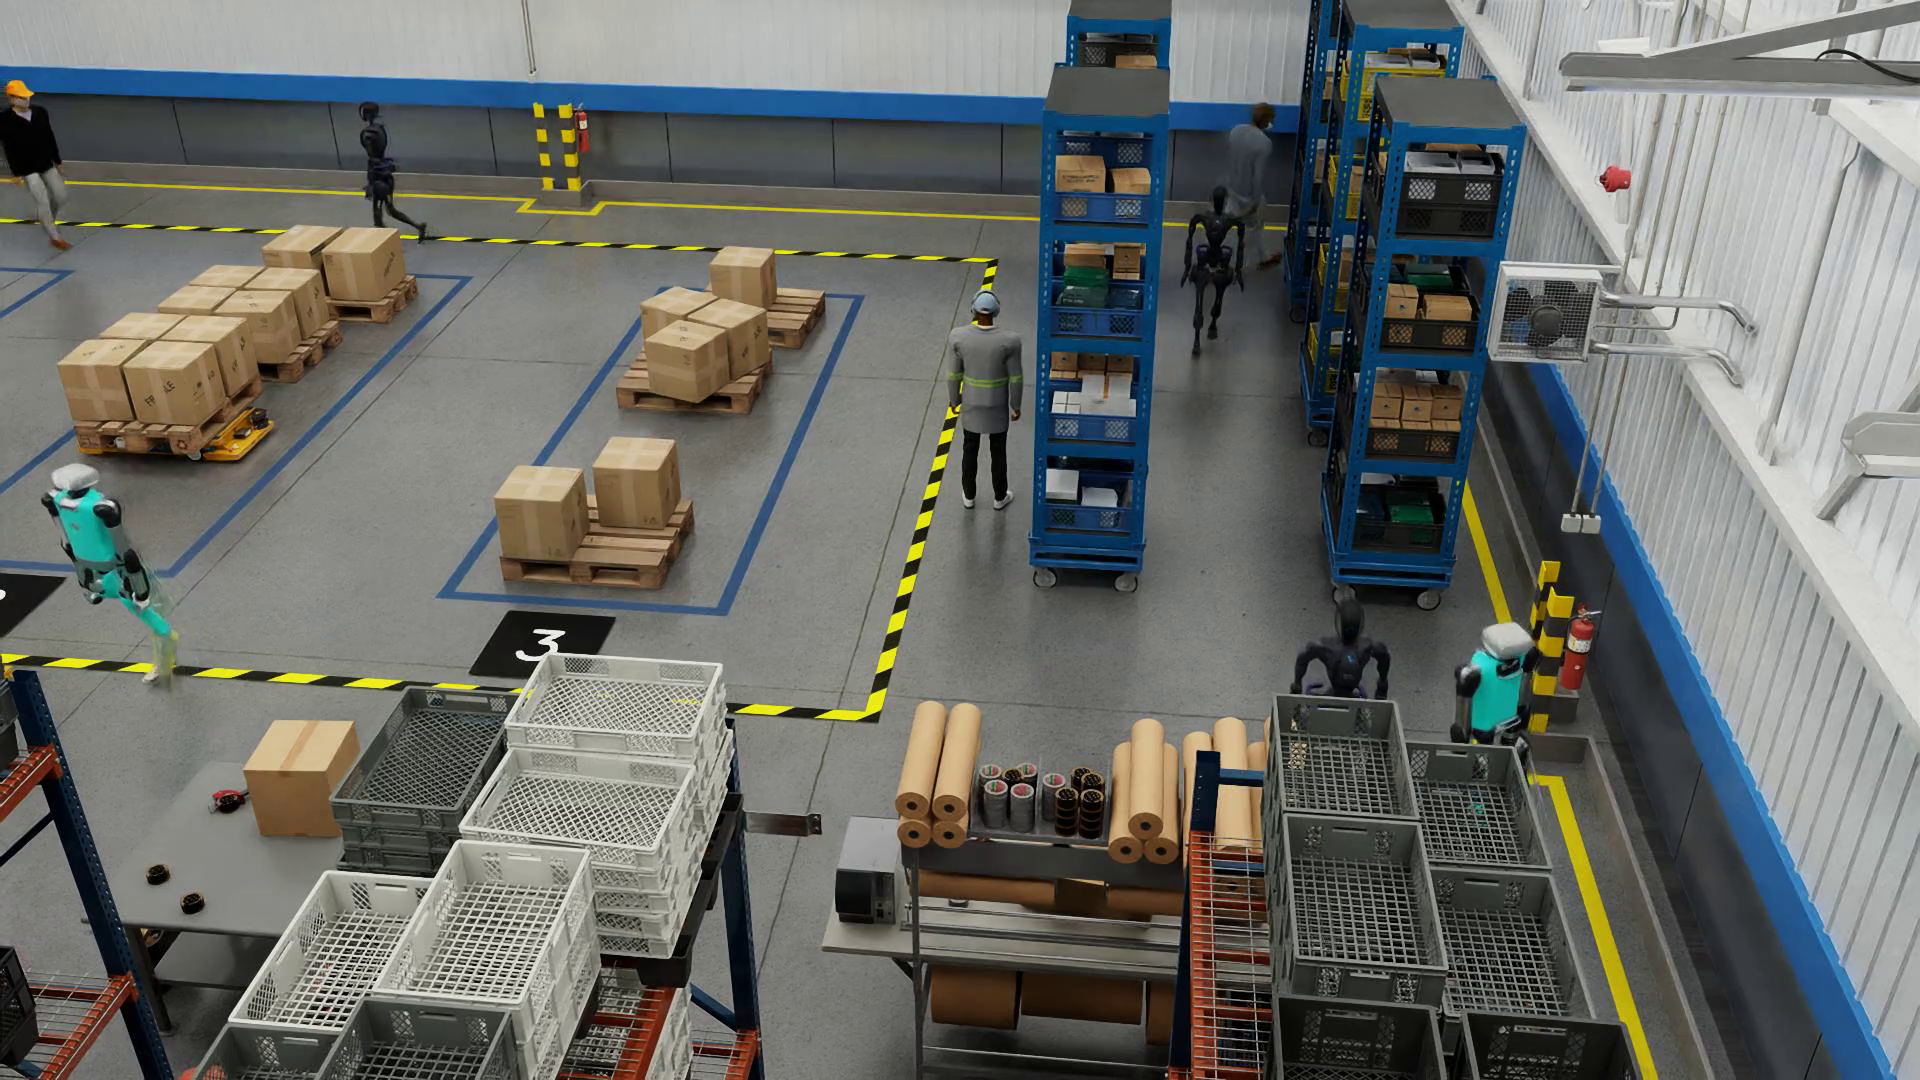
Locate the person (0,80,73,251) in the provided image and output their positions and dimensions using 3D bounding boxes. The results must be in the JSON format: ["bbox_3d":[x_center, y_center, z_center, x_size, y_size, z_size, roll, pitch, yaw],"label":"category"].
[{"bbox_3d":[-10.078,-4.081,18.096,0.506,1.867,0.583,18,35,28],"label":"person"}]

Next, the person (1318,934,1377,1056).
[{"bbox_3d":[1.661,2.224,7.219,0.988,1.914,0.605,18,35,29],"label":"person"}]

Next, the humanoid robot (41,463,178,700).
[{"bbox_3d":[-5.381,0.240,10.866,0.535,1.837,0.753,9,31,15],"label":"humanoid robot"}]

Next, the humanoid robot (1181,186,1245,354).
[{"bbox_3d":[2.402,-2.584,15.755,0.600,1.624,0.776,5,31,8],"label":"humanoid robot"}]

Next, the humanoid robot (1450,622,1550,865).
[{"bbox_3d":[3.009,1.368,8.942,0.560,1.834,0.814,-16,34,-26],"label":"humanoid robot"}]

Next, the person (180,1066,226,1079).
[{"bbox_3d":[-2.596,2.727,6.228,0.394,2.042,0.608,-2,30,-3],"label":"person"}]

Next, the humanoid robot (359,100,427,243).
[{"bbox_3d":[-6.241,-3.949,18.075,0.637,1.640,0.589,-2,30,-4],"label":"humanoid robot"}]

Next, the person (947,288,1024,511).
[{"bbox_3d":[0.204,-1.094,12.978,0.596,1.852,0.364,5,31,8],"label":"person"}]

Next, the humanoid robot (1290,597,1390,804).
[{"bbox_3d":[2.148,1.043,9.483,0.609,1.657,0.311,-1,30,-2],"label":"humanoid robot"}]

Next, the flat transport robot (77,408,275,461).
[{"bbox_3d":[-6.728,-0.944,14.268,1.431,0.197,0.652,3,30,6],"label":"flat transport robot"}]

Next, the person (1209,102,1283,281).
[{"bbox_3d":[3.019,-3.639,17.318,0.986,1.869,0.654,-20,36,-31],"label":"person"}]

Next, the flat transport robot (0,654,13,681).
[{"bbox_3d":[-7.142,0.969,11.010,1.431,0.231,0.659,3,30,6],"label":"flat transport robot"}]
